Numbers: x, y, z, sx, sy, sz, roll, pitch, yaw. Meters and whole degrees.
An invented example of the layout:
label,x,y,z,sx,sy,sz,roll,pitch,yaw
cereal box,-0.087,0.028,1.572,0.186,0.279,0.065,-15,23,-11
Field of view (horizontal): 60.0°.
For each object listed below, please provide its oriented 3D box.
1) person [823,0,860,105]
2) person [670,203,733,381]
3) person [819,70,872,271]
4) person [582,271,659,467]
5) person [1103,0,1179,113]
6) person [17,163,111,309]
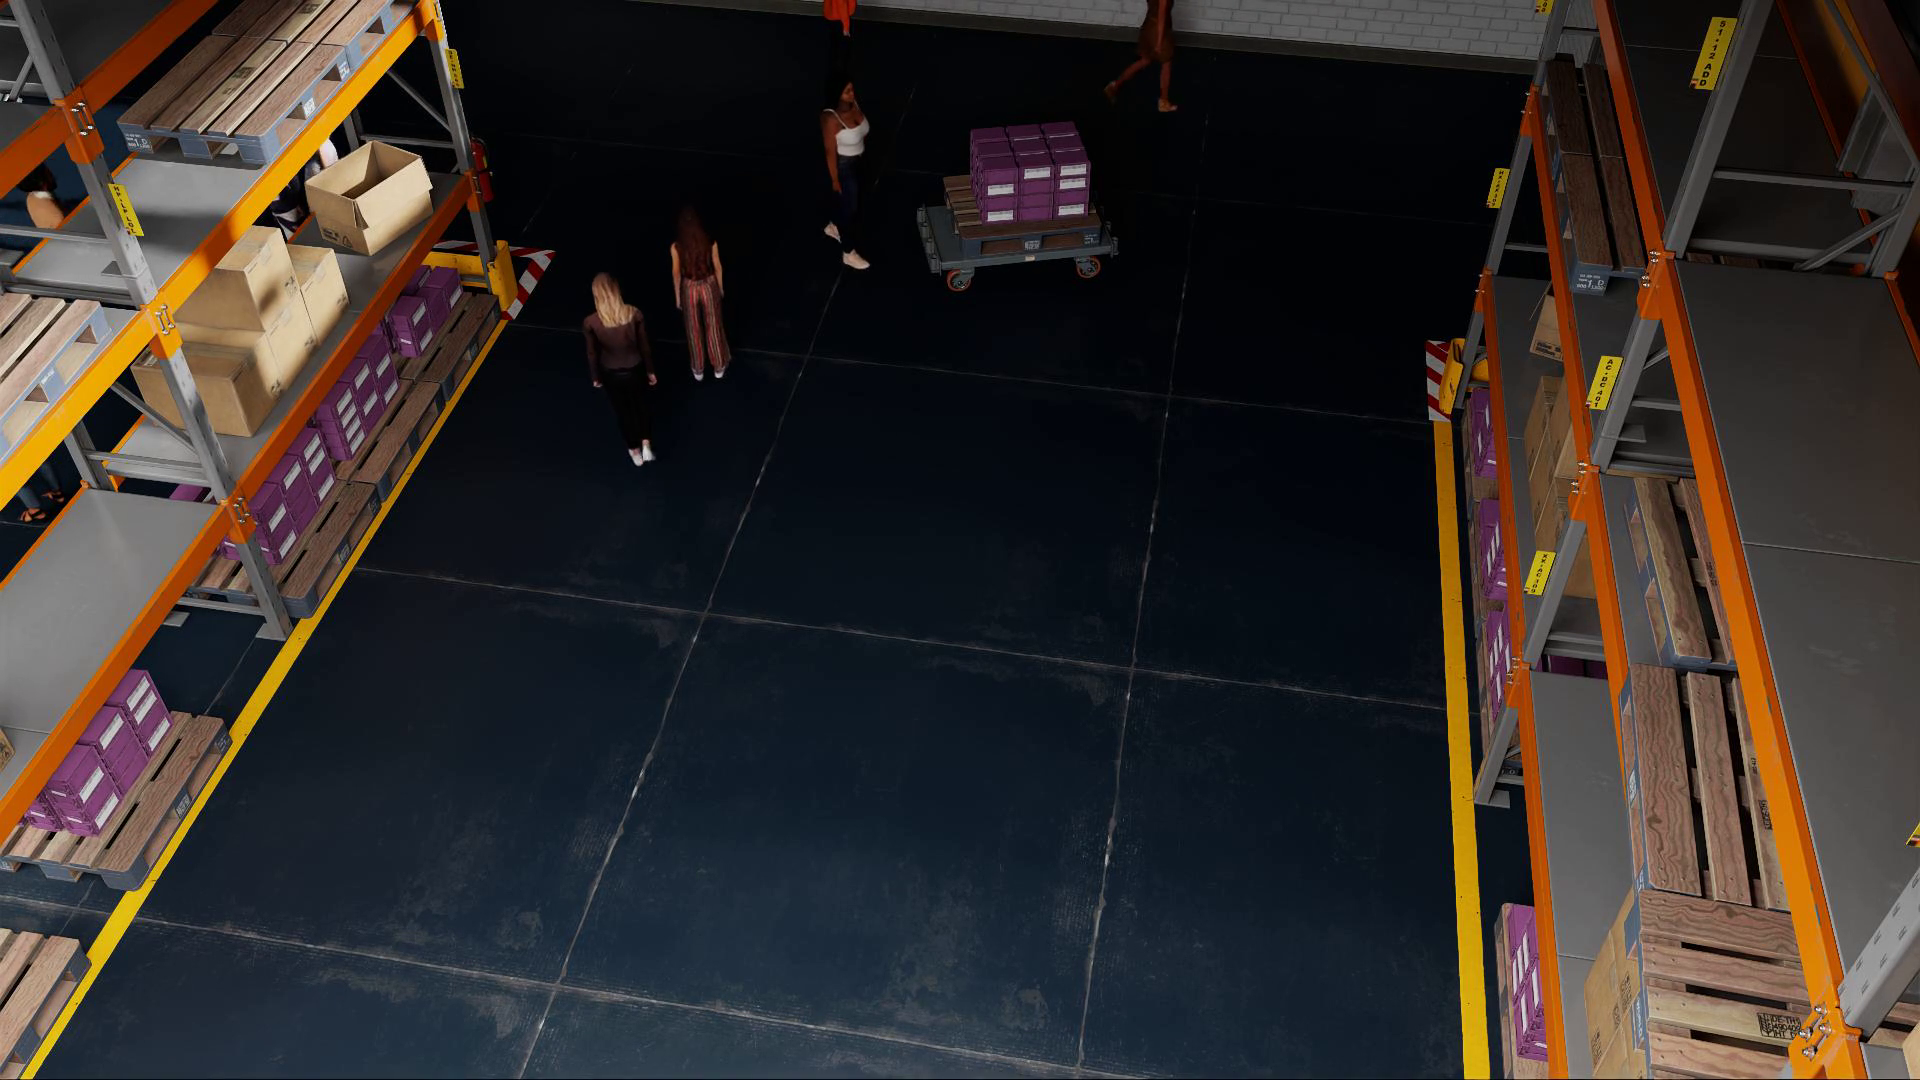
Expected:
label,x,y,z,sx,sy,sz,roll,pitch,yaw
person,-1.195,-5.092,16.267,0.762,1.748,0.655,-14,45,-14
person,-2.044,-1.956,13.111,0.628,1.561,0.636,-8,44,-9
person,-1.011,-3.212,14.251,0.843,1.807,0.839,20,47,20
person,-2.449,-1.168,12.191,0.770,1.689,0.821,-12,45,-12
person,1.823,-4.878,16.101,0.859,1.667,1.013,-8,44,-8
person,-7.109,-2.168,13.208,0.979,1.734,1.130,32,52,29
